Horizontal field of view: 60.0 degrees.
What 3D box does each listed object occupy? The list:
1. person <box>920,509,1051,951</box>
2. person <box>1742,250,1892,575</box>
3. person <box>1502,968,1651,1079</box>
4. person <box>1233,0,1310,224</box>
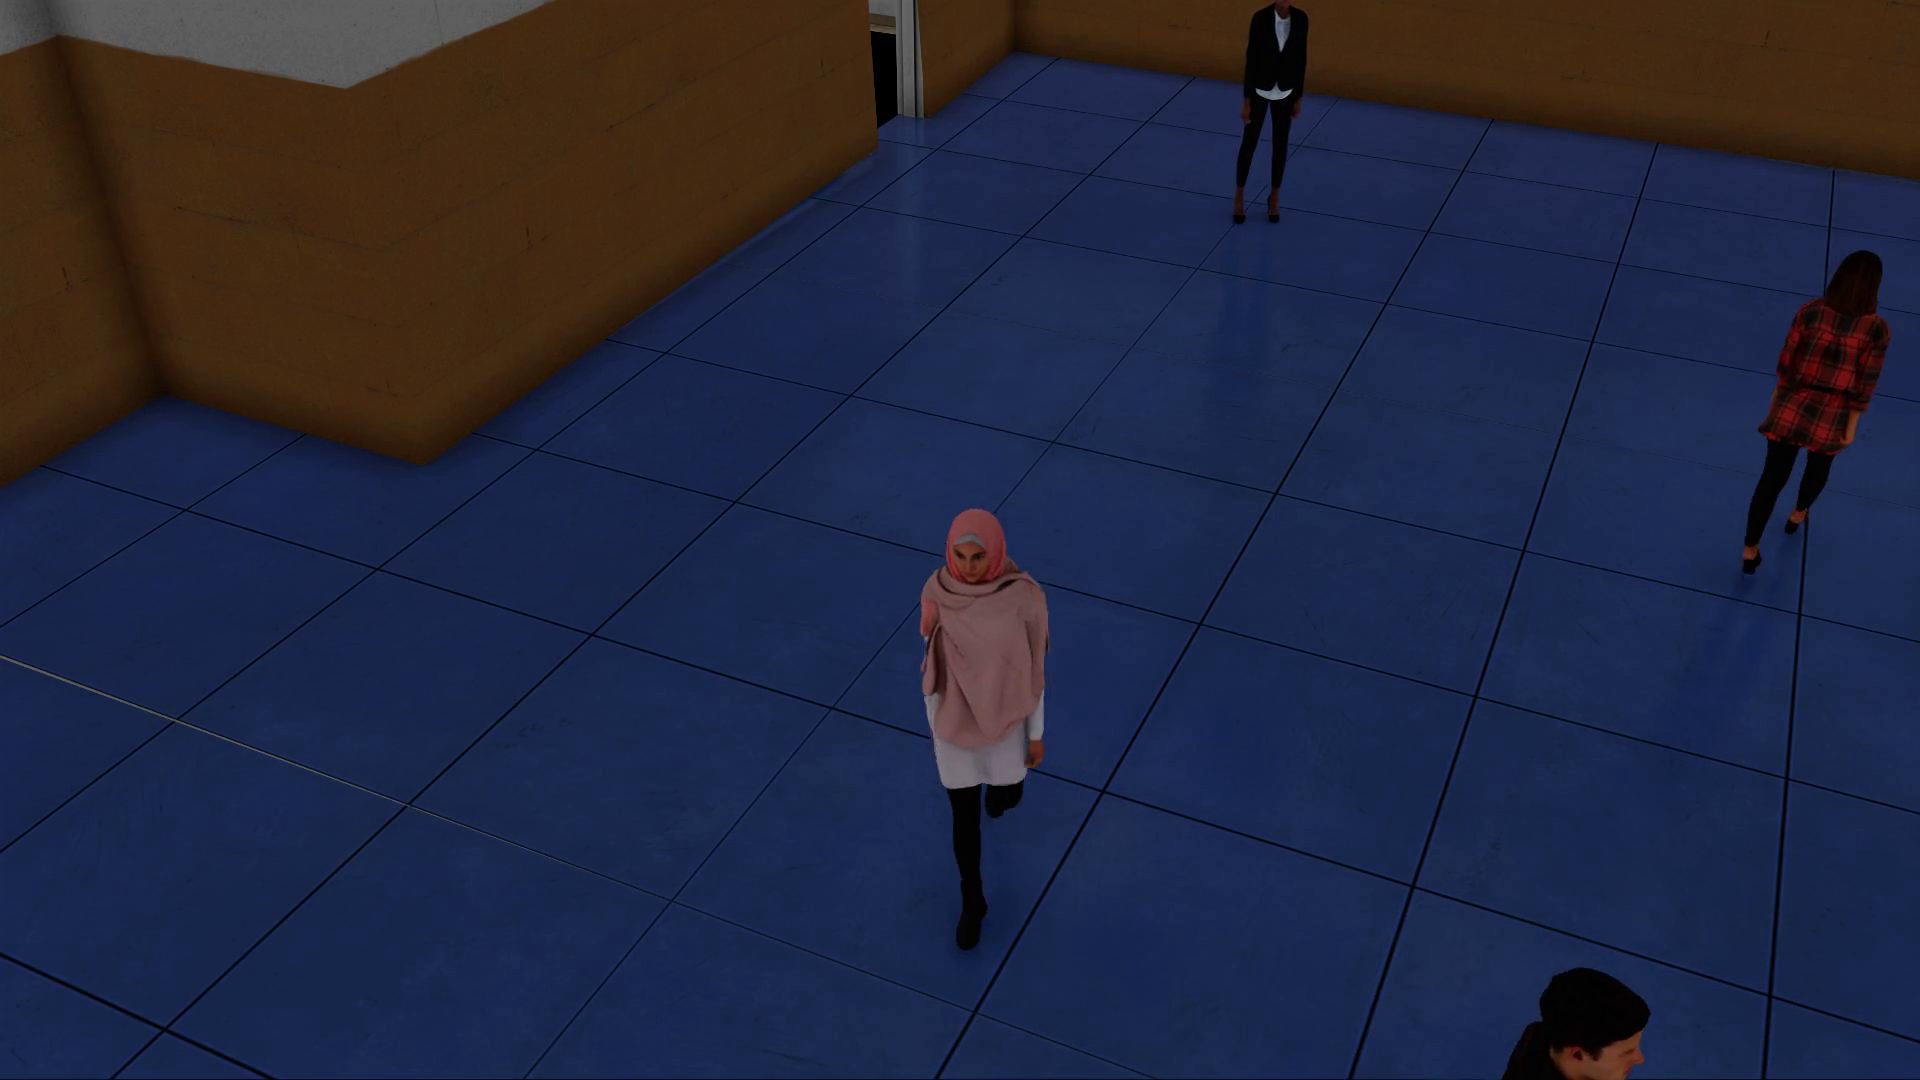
[{"bbox_3d":[0.099,0.634,6.232,1.082,1.783,0.935,3,34,4],"label":"person"},{"bbox_3d":[4.155,-0.583,8.169,1.076,1.663,0.855,25,41,32],"label":"person"},{"bbox_3d":[1.352,1.802,4.350,1.068,1.921,0.817,21,39,29],"label":"person"},{"bbox_3d":[2.207,-3.138,11.859,0.629,1.830,0.735,-2,34,-3],"label":"person"}]
